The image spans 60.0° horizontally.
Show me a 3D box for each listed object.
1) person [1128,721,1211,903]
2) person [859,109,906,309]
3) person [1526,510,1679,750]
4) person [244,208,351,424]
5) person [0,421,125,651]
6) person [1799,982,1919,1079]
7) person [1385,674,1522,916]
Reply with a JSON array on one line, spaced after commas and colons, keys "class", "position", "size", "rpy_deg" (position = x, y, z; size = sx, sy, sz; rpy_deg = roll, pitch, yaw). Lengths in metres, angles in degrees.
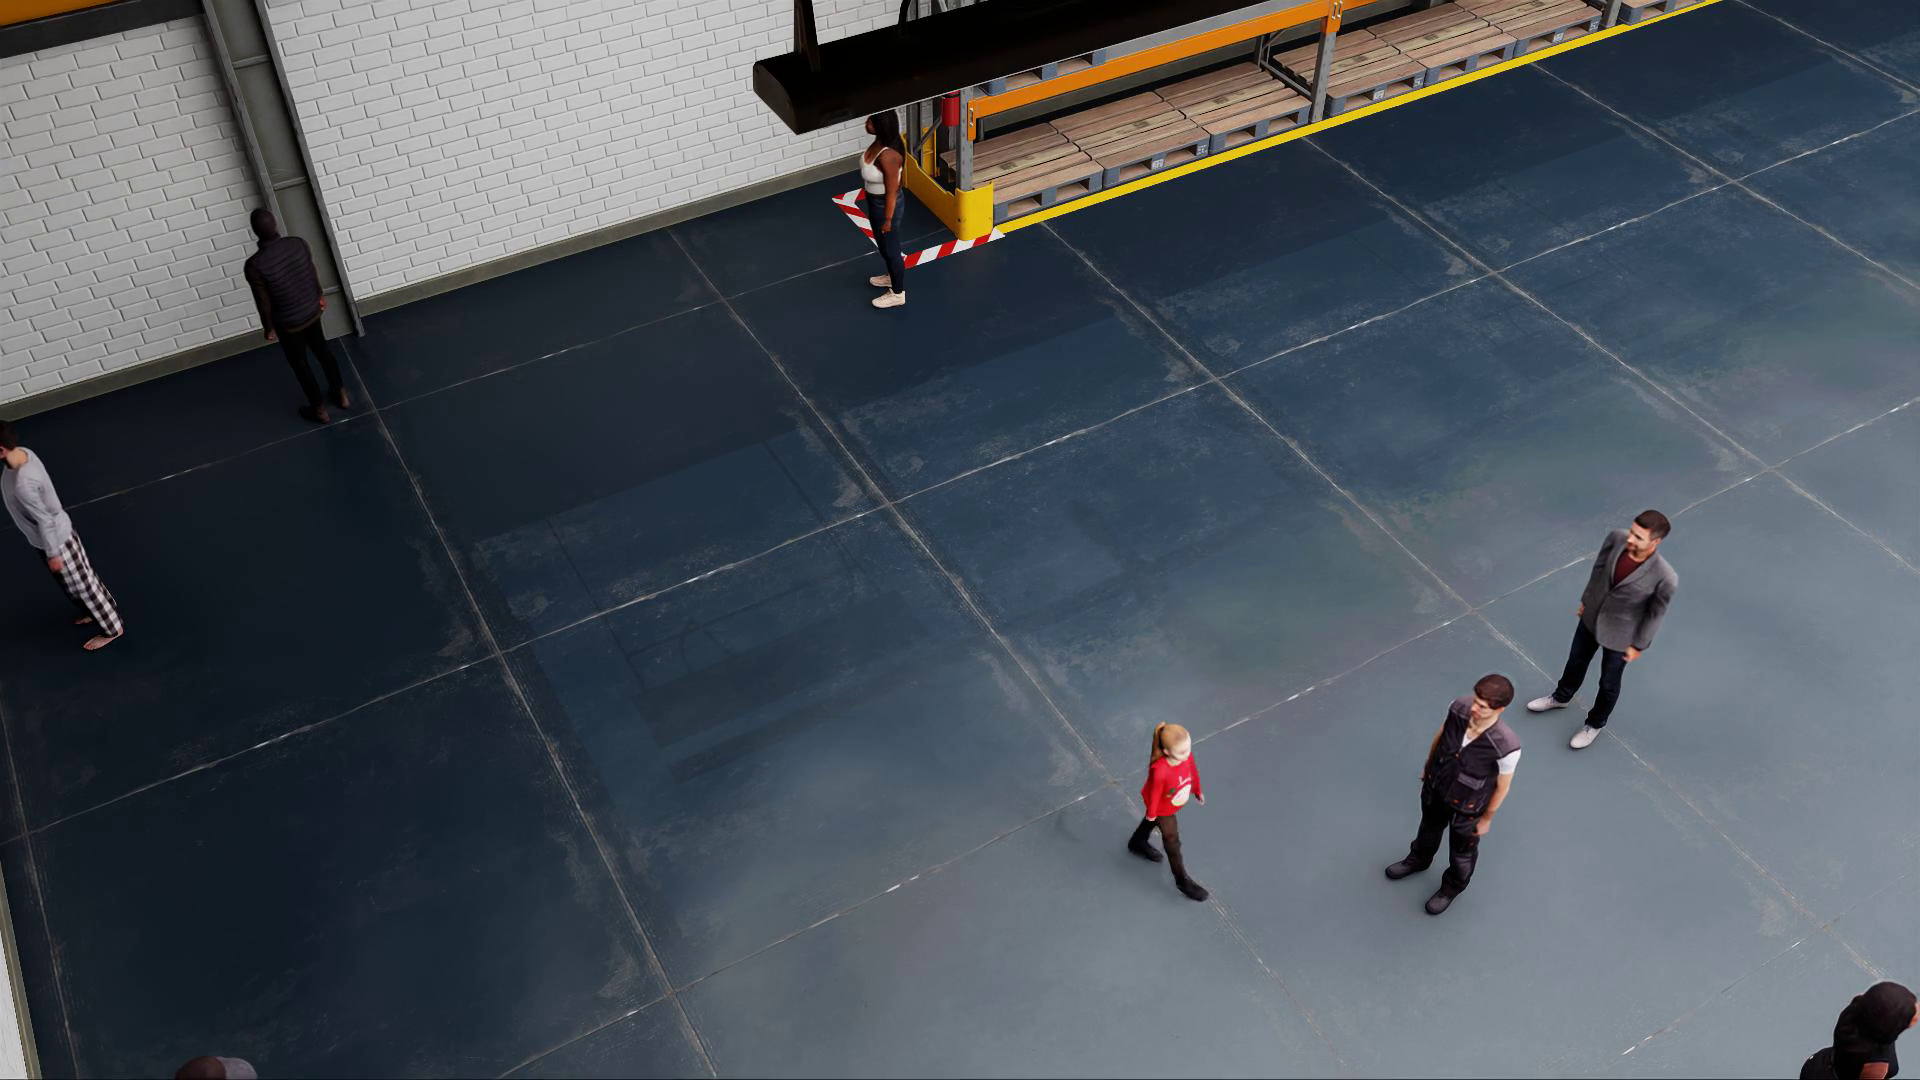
[{"class": "person", "position": [1.140, 1.486, 9.616], "size": [0.774, 1.240, 0.838], "rpy_deg": [25, 49, 24]}, {"class": "person", "position": [-0.596, -2.752, 13.652], "size": [0.744, 1.809, 0.740], "rpy_deg": [-4, 44, -4]}, {"class": "person", "position": [3.991, 0.511, 10.180], "size": [0.584, 1.874, 0.674], "rpy_deg": [-21, 47, -20]}, {"class": "person", "position": [-5.009, -1.691, 12.519], "size": [0.837, 1.835, 0.667], "rpy_deg": [26, 50, 25]}, {"class": "person", "position": [-5.886, -0.044, 10.782], "size": [0.521, 1.847, 0.622], "rpy_deg": [-21, 48, -21]}, {"class": "person", "position": [4.212, 2.657, 8.023], "size": [0.714, 1.741, 0.669], "rpy_deg": [7, 44, 8]}, {"class": "person", "position": [2.797, 1.391, 9.274], "size": [0.571, 1.848, 0.643], "rpy_deg": [-24, 49, -23]}]
